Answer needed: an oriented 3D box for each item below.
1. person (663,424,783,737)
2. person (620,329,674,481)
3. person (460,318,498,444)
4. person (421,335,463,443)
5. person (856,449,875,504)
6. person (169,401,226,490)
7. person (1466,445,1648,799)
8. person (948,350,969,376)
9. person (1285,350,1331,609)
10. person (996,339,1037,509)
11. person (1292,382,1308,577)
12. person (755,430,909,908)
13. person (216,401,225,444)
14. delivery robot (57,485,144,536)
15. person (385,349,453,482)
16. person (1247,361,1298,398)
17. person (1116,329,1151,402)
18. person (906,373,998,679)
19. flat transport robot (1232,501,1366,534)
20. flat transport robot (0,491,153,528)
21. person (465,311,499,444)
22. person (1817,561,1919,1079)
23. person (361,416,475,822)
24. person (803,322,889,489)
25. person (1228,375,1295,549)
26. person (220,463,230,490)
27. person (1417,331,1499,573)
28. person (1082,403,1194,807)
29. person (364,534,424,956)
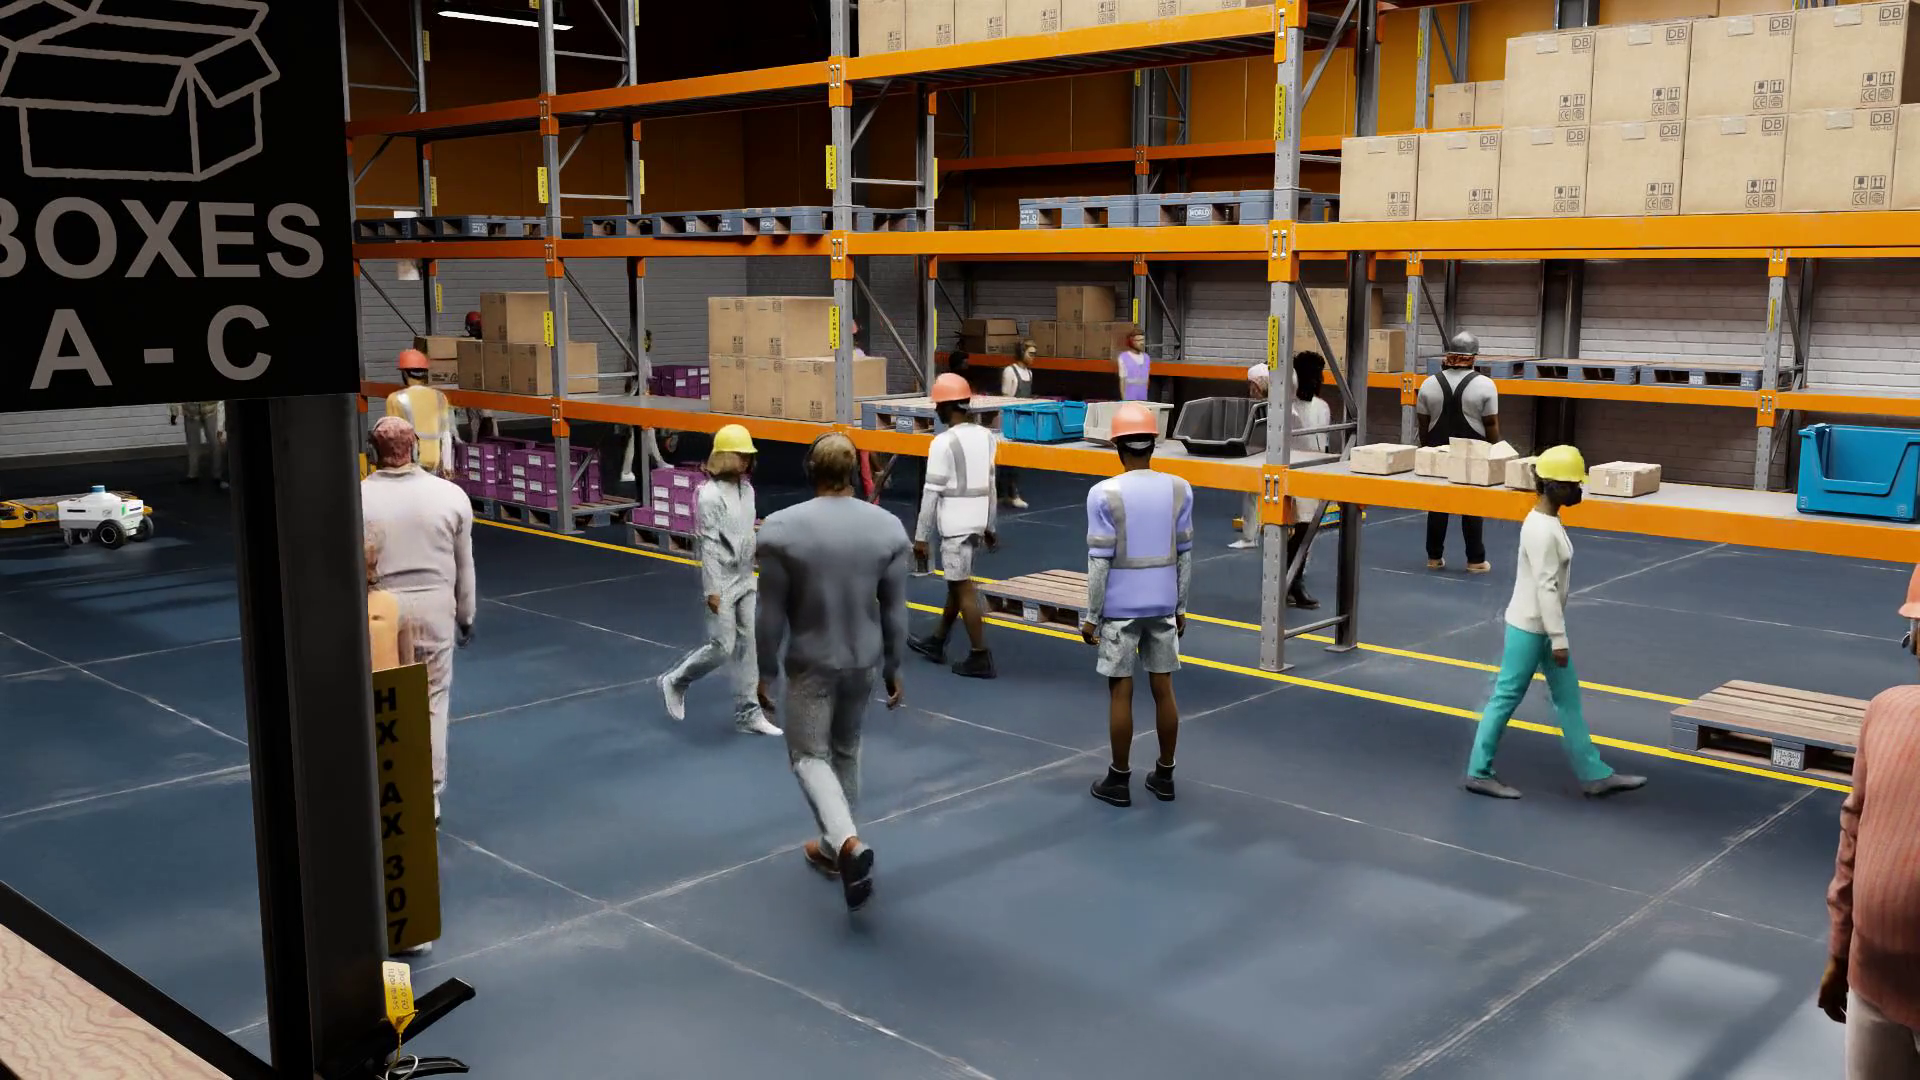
[{"bbox_3d":[-1.299,0.218,9.120,0.641,1.726,0.494,5,10,27],"label":"person"},{"bbox_3d":[-3.766,-1.637,20.191,0.897,1.832,0.519,-5,11,-30],"label":"person"},{"bbox_3d":[-6.082,-1.899,21.393,1.086,1.973,0.665,8,12,42],"label":"person"},{"bbox_3d":[-6.306,-1.594,20.080,0.898,1.787,0.655,-1,9,-5],"label":"person"},{"bbox_3d":[-1.163,-0.993,16.519,0.878,1.722,0.549,7,12,38],"label":"person"},{"bbox_3d":[-8.865,-1.466,19.443,0.653,1.757,0.875,-3,10,-17],"label":"person"},{"bbox_3d":[2.853,0.418,7.882,0.869,1.721,0.553,4,10,26],"label":"person"},{"bbox_3d":[-0.016,-1.256,18.335,0.809,1.655,0.550,2,10,15],"label":"person"},{"bbox_3d":[2.575,-0.441,12.469,0.633,1.954,0.418,-8,12,-40],"label":"person"},{"bbox_3d":[0.606,-1.233,17.767,0.600,1.812,0.534,5,11,28],"label":"person"},{"bbox_3d":[2.779,-0.504,13.885,0.519,1.623,0.418,-3,10,-19],"label":"person"},{"bbox_3d":[-0.496,0.517,6.723,0.637,1.921,0.804,-4,10,-23],"label":"person"},{"bbox_3d":[-7.527,-1.243,17.631,0.572,1.897,0.950,-2,9,-10],"label":"person"},{"bbox_3d":[-7.946,-0.261,15.372,0.707,0.478,0.477,1,9,7],"label":"delivery robot"},{"bbox_3d":[-4.643,-0.678,14.155,0.977,1.883,0.552,7,12,37],"label":"person"},{"bbox_3d":[3.189,-1.129,16.830,0.587,1.913,0.391,4,10,25],"label":"person"},{"bbox_3d":[2.162,-1.677,20.452,0.575,1.828,0.512,-7,12,-36],"label":"person"},{"bbox_3d":[-0.096,-0.095,10.496,0.802,1.904,0.571,7,12,36],"label":"person"},{"bbox_3d":[3.385,-0.262,16.528,0.652,0.197,1.431,9,13,43],"label":"flat transport robot"},{"bbox_3d":[-9.076,-0.321,16.894,0.652,0.197,1.431,9,13,43],"label":"flat transport robot"},{"bbox_3d":[-6.454,-2.054,22.243,0.614,1.993,0.395,-8,12,-39],"label":"person"},{"bbox_3d":[2.121,0.982,3.624,0.371,1.996,0.622,-2,9,-12],"label":"person"},{"bbox_3d":[-2.563,0.373,7.709,0.650,1.891,0.487,-4,10,-25],"label":"person"},{"bbox_3d":[-1.309,-1.570,19.316,1.070,1.984,0.634,2,9,13],"label":"person"},{"bbox_3d":[2.815,-0.711,15.200,0.645,1.606,0.526,0,9,-2],"label":"person"},{"bbox_3d":[-8.155,-1.340,19.114,0.787,1.573,0.498,-4,10,-26],"label":"person"},{"bbox_3d":[4.238,-0.746,14.085,0.674,2.000,0.535,6,11,35],"label":"person"},{"bbox_3d":[0.834,0.311,7.952,0.543,1.927,0.375,-3,10,-18],"label":"person"},{"bbox_3d":[-2.343,0.752,6.253,0.801,1.604,0.517,3,10,19],"label":"person"}]
